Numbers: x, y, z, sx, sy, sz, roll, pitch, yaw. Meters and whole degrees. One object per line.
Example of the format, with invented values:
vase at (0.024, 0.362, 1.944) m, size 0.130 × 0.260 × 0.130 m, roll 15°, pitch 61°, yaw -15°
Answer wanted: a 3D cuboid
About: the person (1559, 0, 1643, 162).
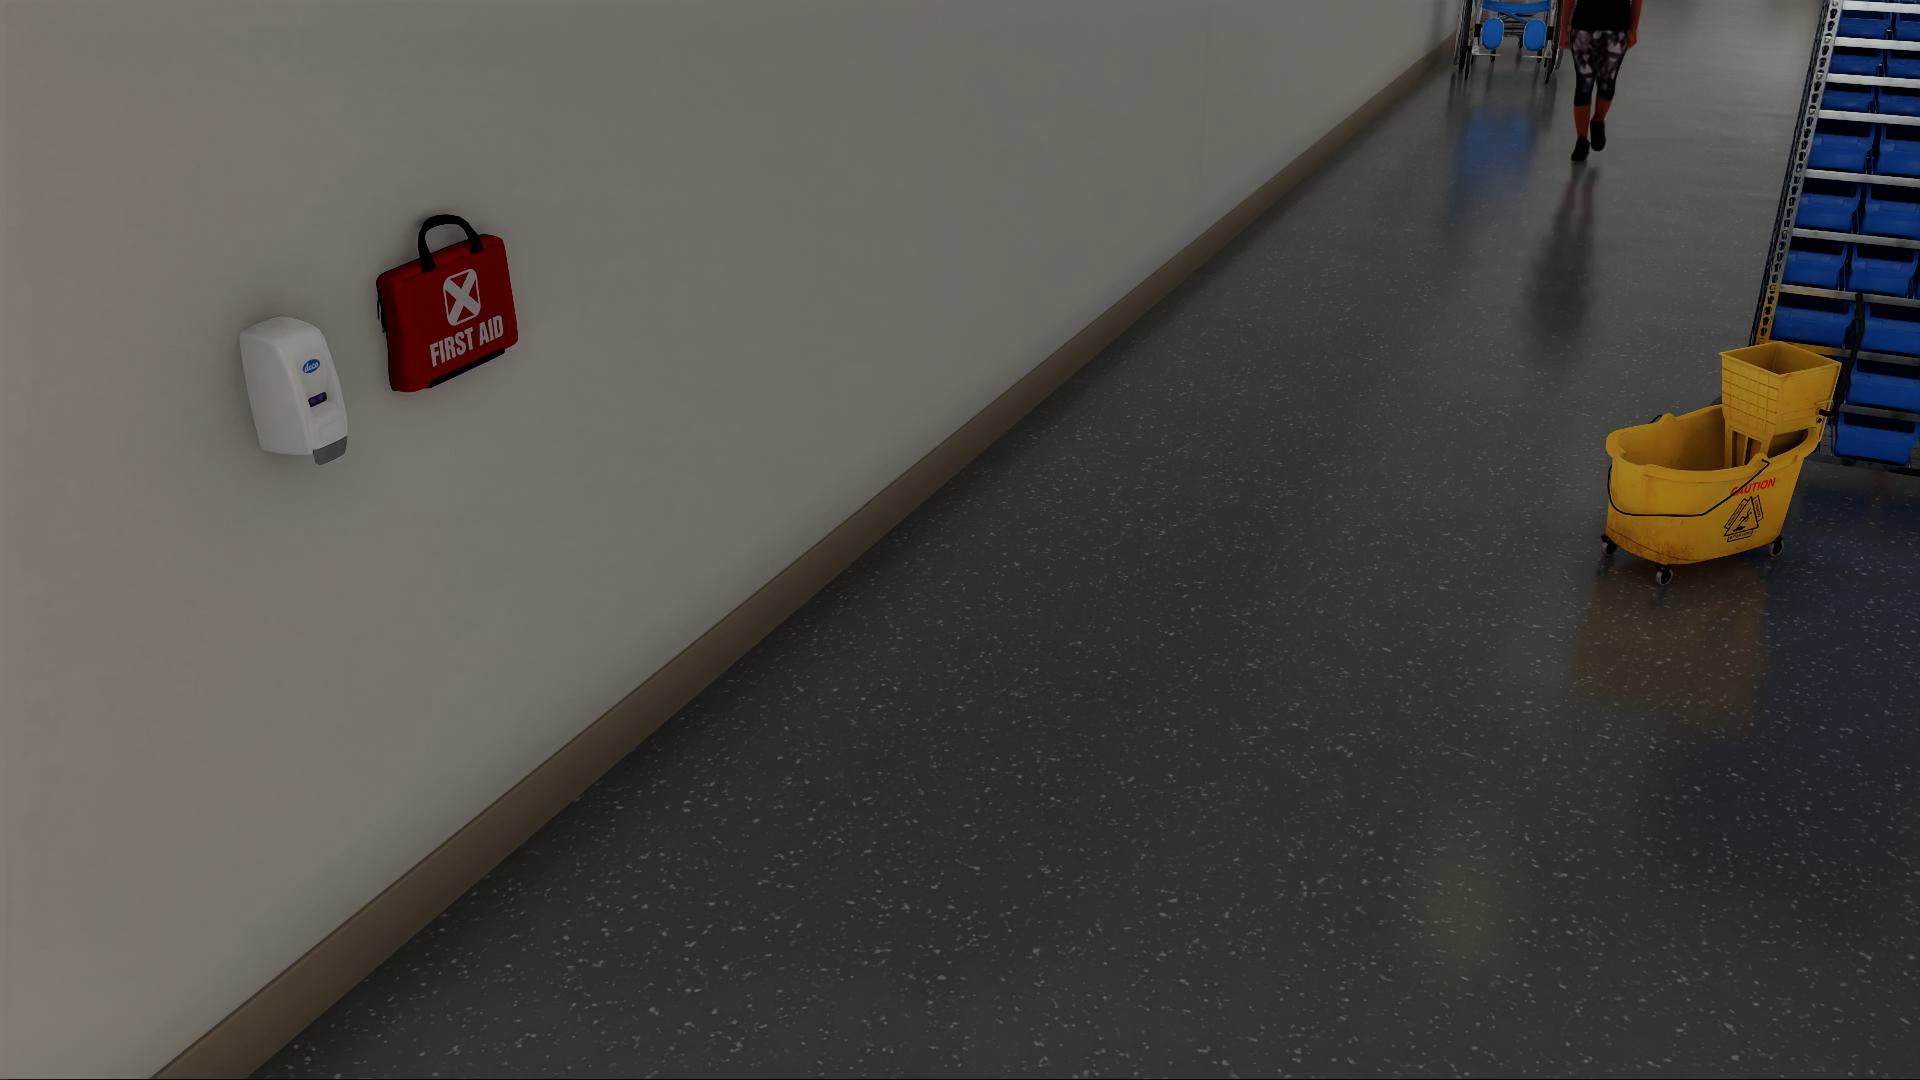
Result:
person at (4.056, -3.250, 10.490) m, size 0.549 × 1.659 × 0.665 m, roll 11°, pitch 28°, yaw 22°
